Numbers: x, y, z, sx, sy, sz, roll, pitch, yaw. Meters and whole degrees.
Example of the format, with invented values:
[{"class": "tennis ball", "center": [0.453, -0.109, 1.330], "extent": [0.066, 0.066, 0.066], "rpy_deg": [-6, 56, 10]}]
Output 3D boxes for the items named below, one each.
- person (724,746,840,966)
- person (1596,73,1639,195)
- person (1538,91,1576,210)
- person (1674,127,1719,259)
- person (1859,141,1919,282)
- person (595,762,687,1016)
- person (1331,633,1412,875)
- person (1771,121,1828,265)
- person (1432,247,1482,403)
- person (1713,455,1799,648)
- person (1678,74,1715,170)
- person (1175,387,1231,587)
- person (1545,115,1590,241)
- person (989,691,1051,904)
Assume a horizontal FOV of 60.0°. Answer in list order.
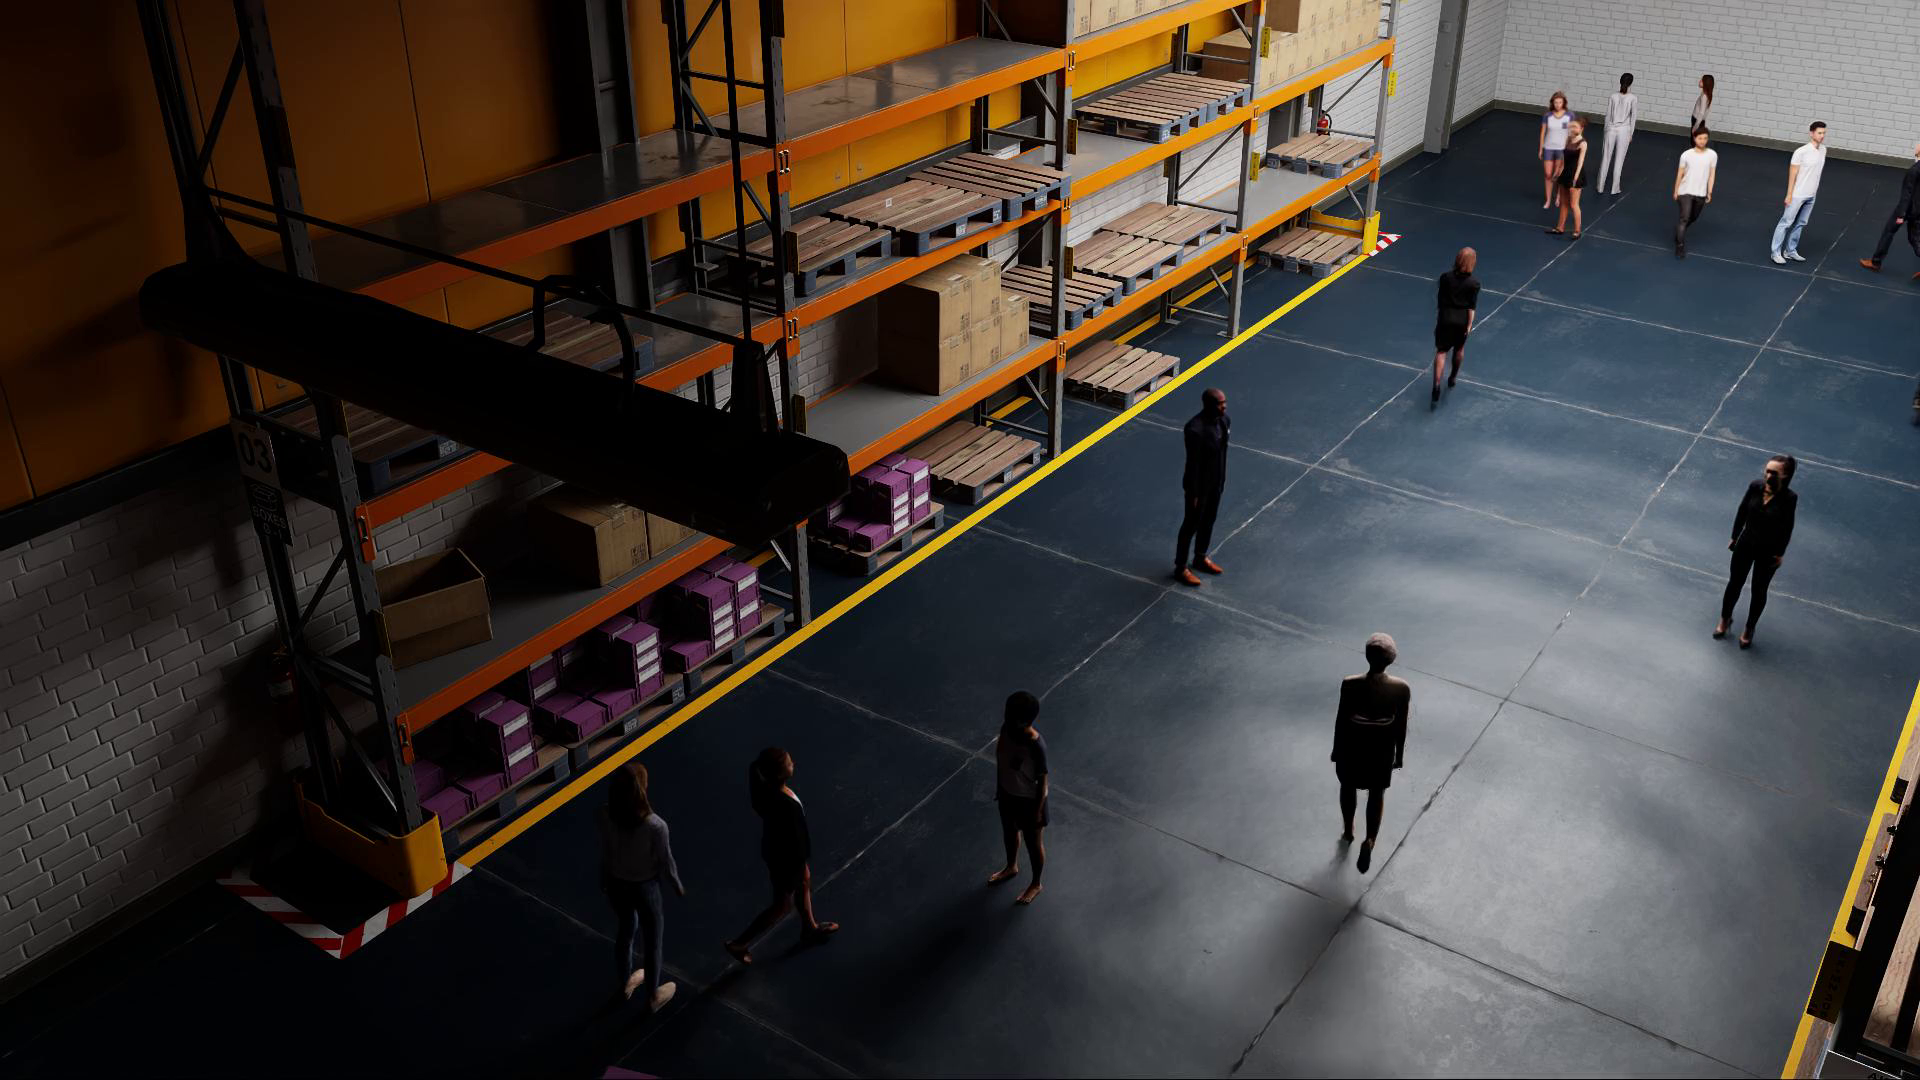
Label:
[{"class": "person", "center": [-1.146, 1.954, 10.212], "extent": [1.074, 1.535, 0.847], "rpy_deg": [-14, 32, -24]}, {"class": "person", "center": [9.705, -6.000, 24.544], "extent": [0.594, 1.774, 0.550], "rpy_deg": [16, 32, 27]}, {"class": "person", "center": [8.580, -5.621, 23.925], "extent": [0.674, 1.702, 0.655], "rpy_deg": [12, 31, 21]}, {"class": "person", "center": [9.773, -4.668, 22.192], "extent": [0.936, 1.688, 1.164], "rpy_deg": [4, 29, 7]}, {"class": "person", "center": [12.203, -4.186, 21.212], "extent": [1.251, 1.781, 1.166], "rpy_deg": [-12, 31, -21]}, {"class": "person", "center": [-1.904, 2.080, 9.716], "extent": [0.694, 1.789, 0.660], "rpy_deg": [9, 30, 16]}, {"class": "person", "center": [2.683, 1.433, 10.953], "extent": [0.857, 1.741, 1.022], "rpy_deg": [4, 29, 7]}, {"class": "person", "center": [11.058, -4.569, 21.827], "extent": [0.697, 1.864, 0.811], "rpy_deg": [-10, 30, -18]}, {"class": "person", "center": [5.263, -2.280, 17.833], "extent": [0.730, 1.671, 1.088], "rpy_deg": [11, 31, 20]}, {"class": "person", "center": [6.450, 0.085, 13.455], "extent": [0.551, 1.711, 0.621], "rpy_deg": [-24, 36, -36]}, {"class": "person", "center": [11.385, -6.424, 25.624], "extent": [0.636, 1.485, 0.493], "rpy_deg": [12, 31, 20]}, {"class": "person", "center": [2.101, -0.491, 14.400], "extent": [0.787, 1.817, 0.585], "rpy_deg": [25, 37, 38]}, {"class": "person", "center": [8.389, -4.976, 22.762], "extent": [0.865, 1.682, 0.811], "rpy_deg": [0, 29, 0]}, {"class": "person", "center": [0.400, 1.635, 10.765], "extent": [0.599, 1.565, 0.615], "rpy_deg": [-23, 36, -35]}]
